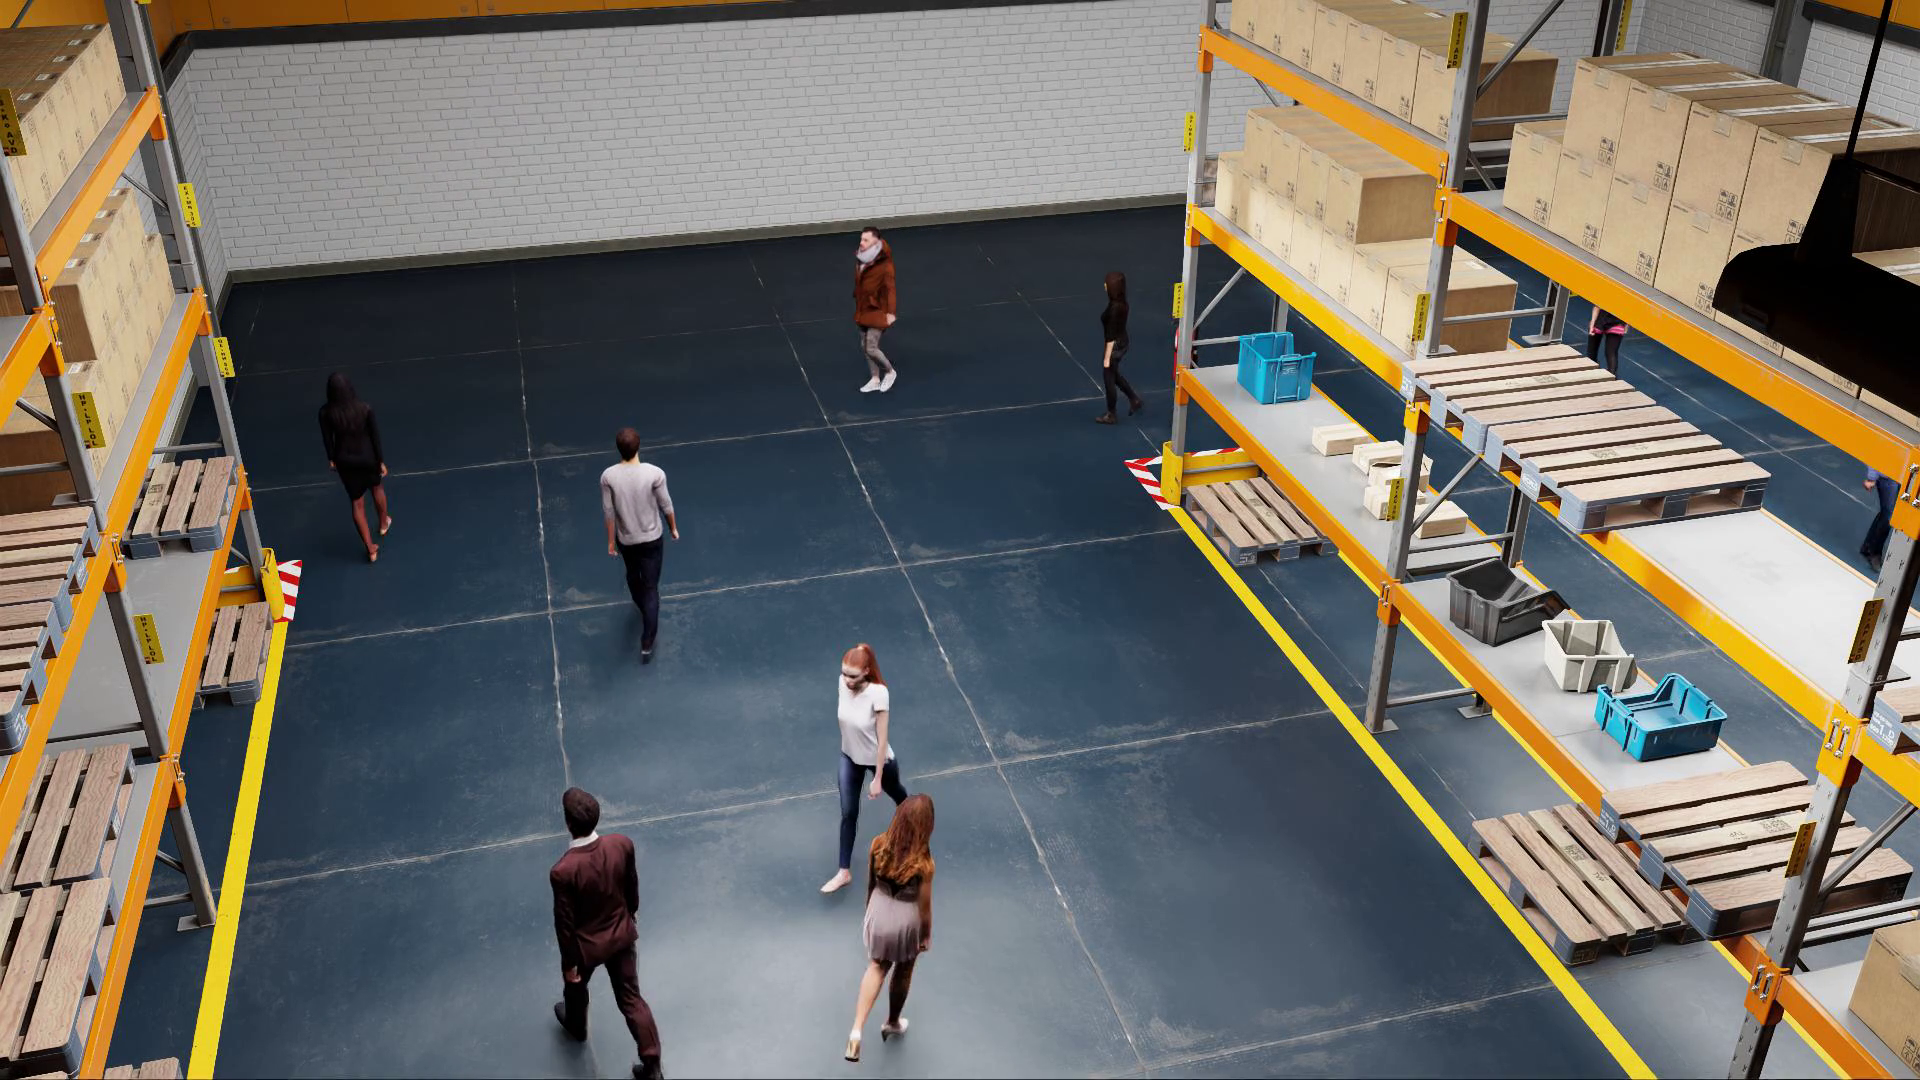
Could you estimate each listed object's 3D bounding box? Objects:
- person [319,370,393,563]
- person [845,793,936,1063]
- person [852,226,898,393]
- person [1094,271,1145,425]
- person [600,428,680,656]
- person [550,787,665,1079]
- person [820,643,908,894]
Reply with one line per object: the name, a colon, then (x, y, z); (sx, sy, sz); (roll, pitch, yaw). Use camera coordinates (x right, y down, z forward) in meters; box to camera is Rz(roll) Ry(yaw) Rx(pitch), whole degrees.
person: (-5.169, -0.607, 14.250); (0.623, 1.698, 0.919); (-7, 29, -13)
person: (-0.381, 2.189, 9.080); (0.920, 1.739, 0.980); (14, 31, 24)
person: (-0.853, -2.412, 17.423); (0.903, 1.827, 0.816); (-22, 36, -35)
person: (1.638, -1.915, 16.713); (0.850, 1.635, 0.805); (10, 30, 17)
person: (-2.507, 0.035, 12.972); (0.893, 1.794, 1.261); (0, 29, 0)
person: (-1.892, 2.194, 8.981); (1.066, 1.824, 1.331); (-23, 36, -35)
person: (-0.524, 1.368, 10.640); (1.129, 1.687, 1.175); (15, 32, 26)
